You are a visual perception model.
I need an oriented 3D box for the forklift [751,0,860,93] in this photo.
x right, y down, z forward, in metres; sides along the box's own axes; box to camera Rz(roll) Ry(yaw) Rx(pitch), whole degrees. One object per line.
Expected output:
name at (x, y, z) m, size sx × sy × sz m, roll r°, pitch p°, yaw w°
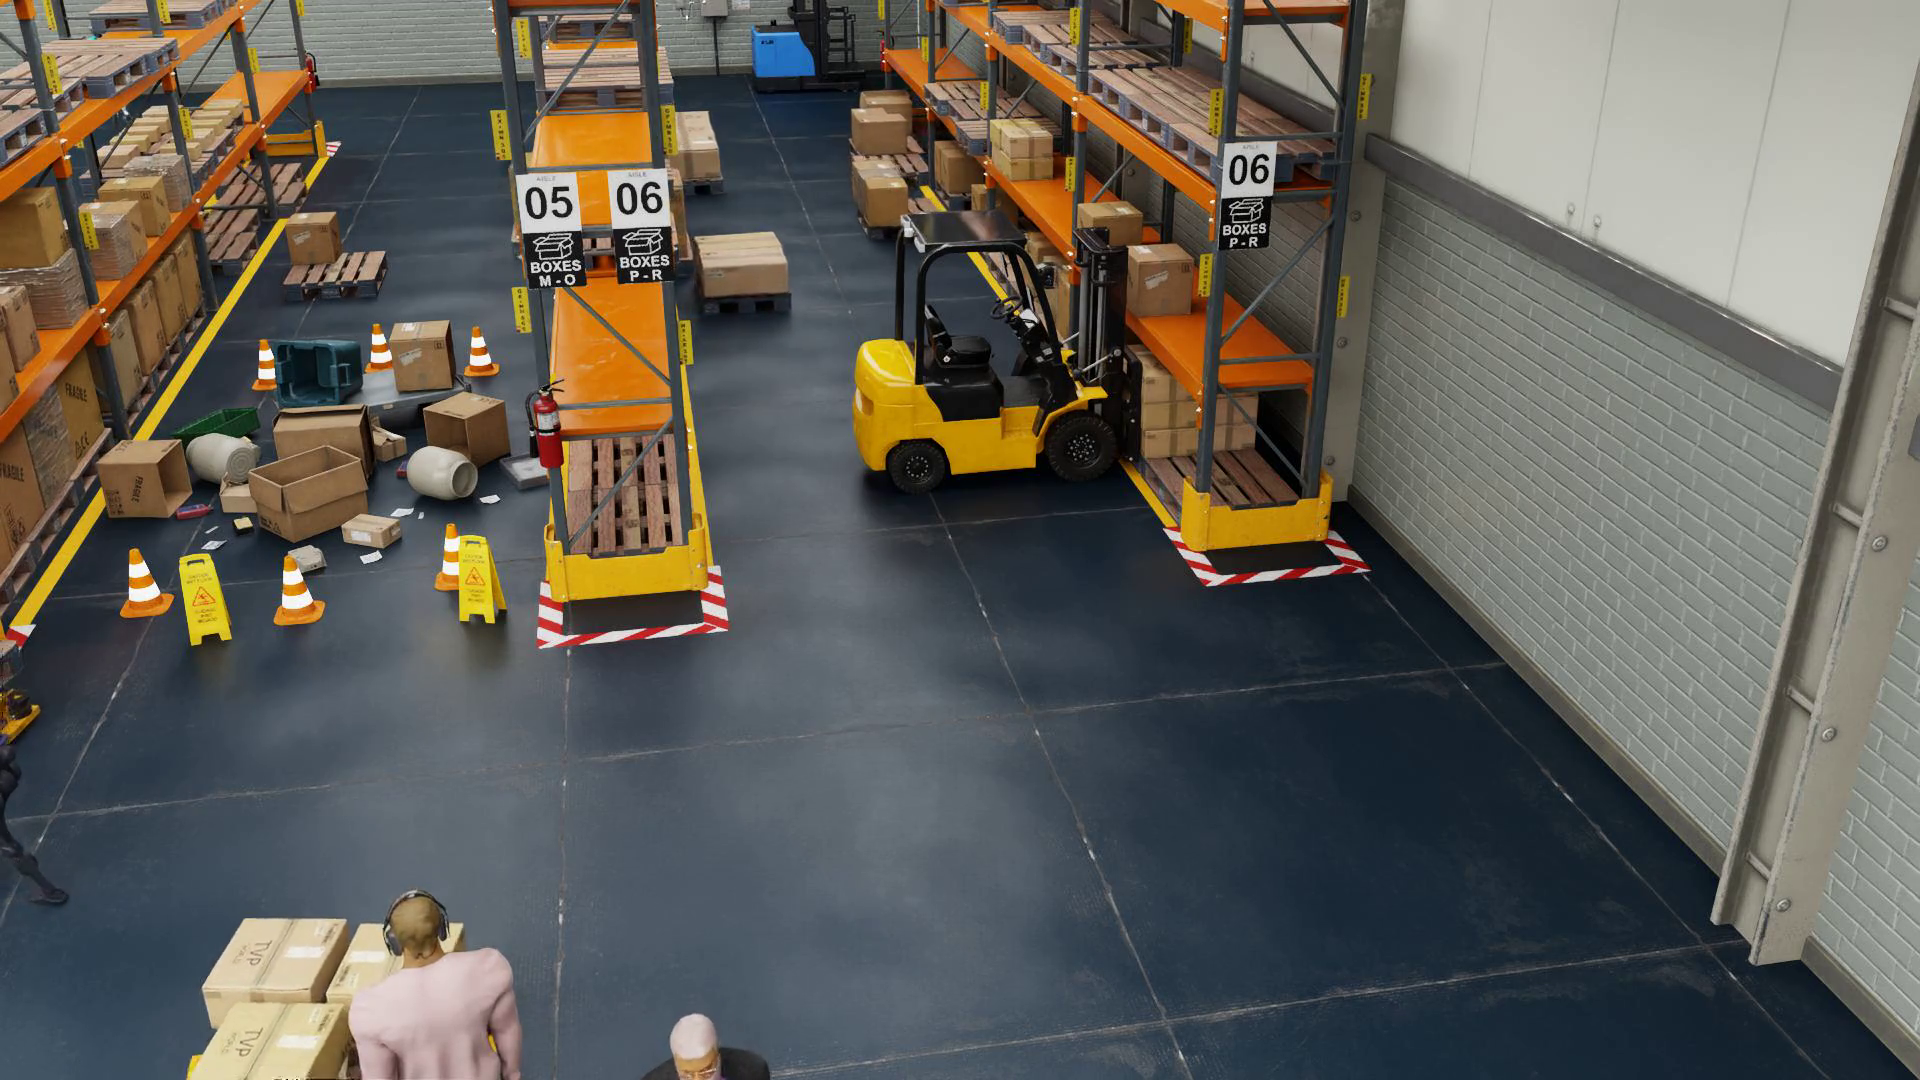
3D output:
forklift at (-2.872, -9.679, 30.288) m, size 1.873 × 2.768 × 1.129 m, roll -5°, pitch 26°, yaw -10°

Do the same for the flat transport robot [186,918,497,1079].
flat transport robot at (-2.913, 2.542, 7.835) m, size 1.431 × 0.231 × 0.659 m, roll -6°, pitch 26°, yaw -12°

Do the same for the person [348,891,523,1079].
person at (-2.031, 2.205, 6.614) m, size 0.629 × 1.936 × 0.370 m, roll -15°, pitch 29°, yaw -28°

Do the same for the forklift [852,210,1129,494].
forklift at (0.216, -1.659, 14.366) m, size 2.313 × 2.155 × 1.214 m, roll -5°, pitch 26°, yaw -10°

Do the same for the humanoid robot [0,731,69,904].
humanoid robot at (-5.293, 1.268, 8.885) m, size 0.680 × 1.641 × 0.589 m, roll 0°, pitch 26°, yaw 1°

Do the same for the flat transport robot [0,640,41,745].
flat transport robot at (-6.764, 1.201, 10.628) m, size 1.431 × 0.231 × 0.659 m, roll 1°, pitch 26°, yaw 1°

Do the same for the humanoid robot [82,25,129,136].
humanoid robot at (-13.568, -7.261, 26.633) m, size 0.541 × 1.846 × 0.771 m, roll -21°, pitch 33°, yaw -37°

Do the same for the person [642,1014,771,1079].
person at (-0.926, 2.457, 6.222) m, size 0.535 × 1.827 × 0.543 m, roll -9°, pitch 27°, yaw -18°
